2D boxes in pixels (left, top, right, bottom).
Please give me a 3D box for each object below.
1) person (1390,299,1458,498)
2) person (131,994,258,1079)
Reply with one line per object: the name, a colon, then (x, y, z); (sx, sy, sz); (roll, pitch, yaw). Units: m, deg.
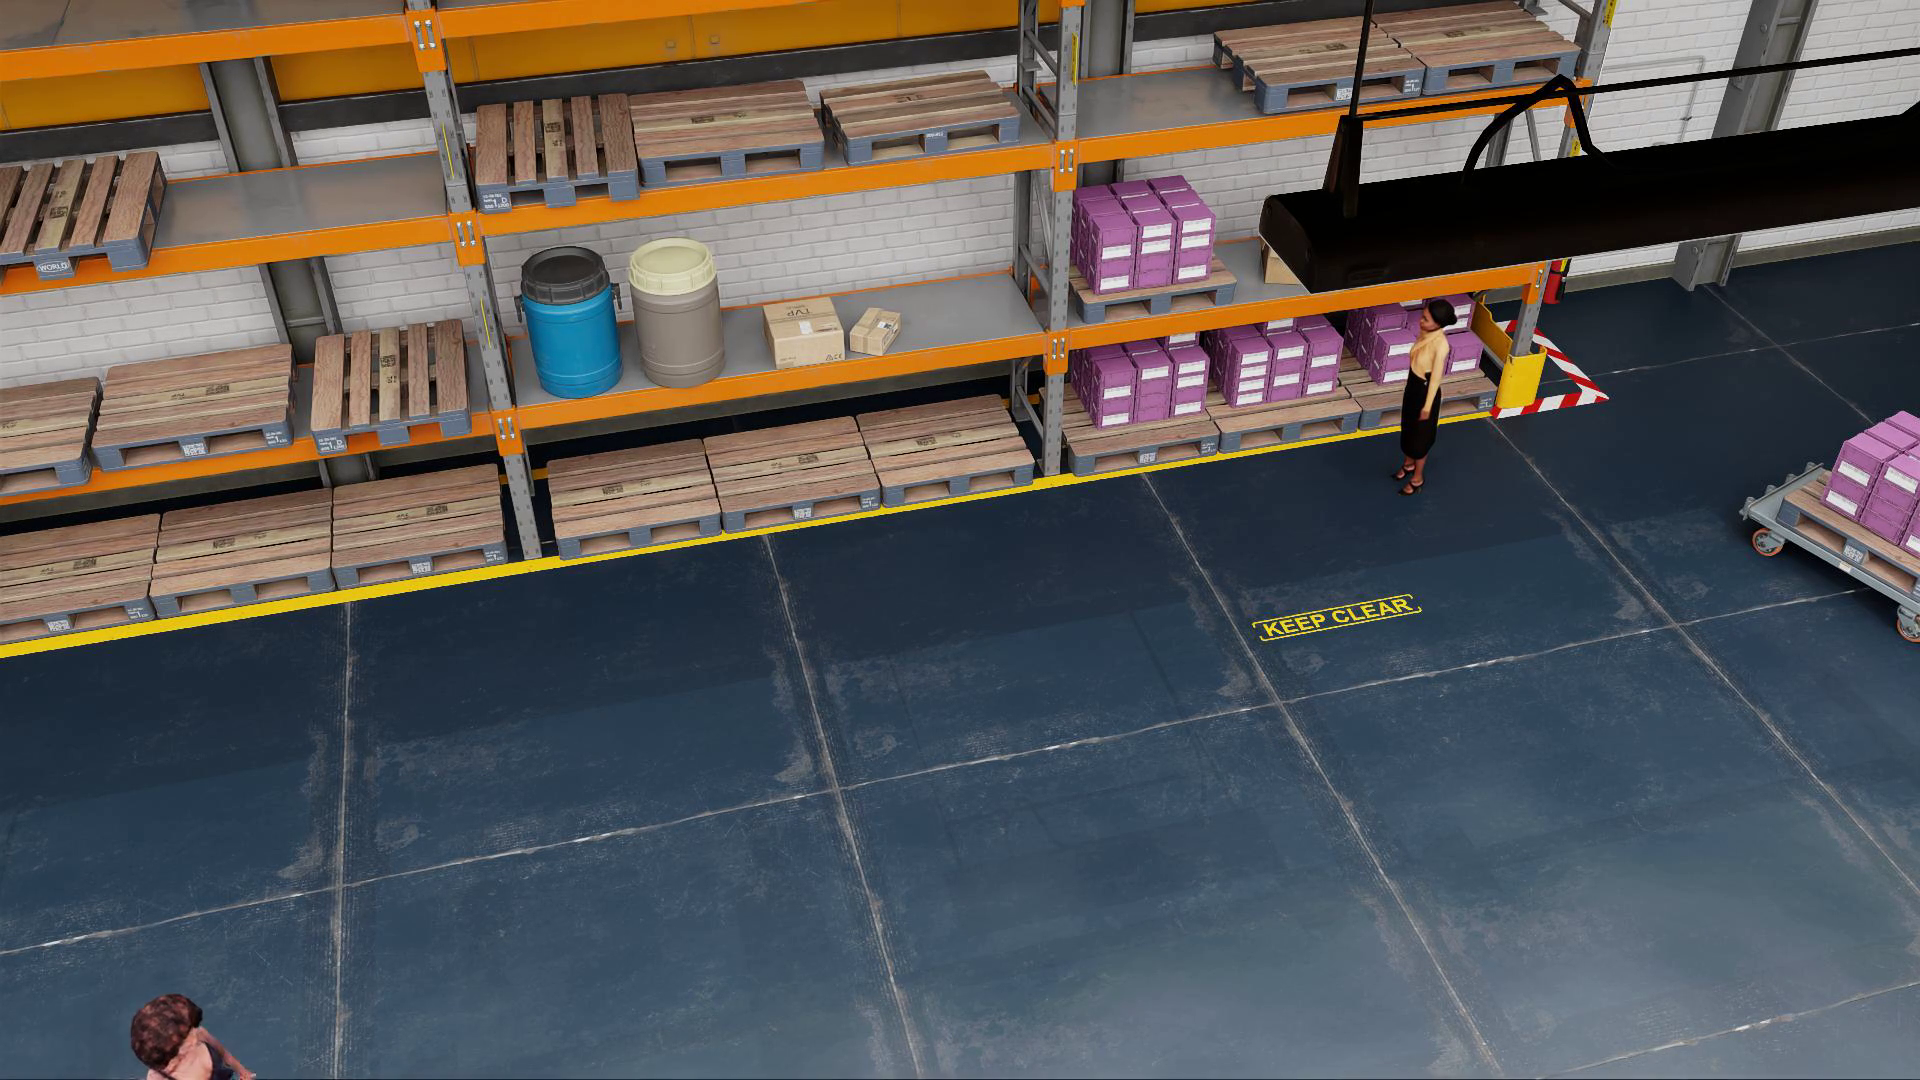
person: (3.454, -1.058, 12.407); (0.549, 1.651, 0.575); (-6, 39, -7)
person: (-3.563, 2.666, 7.670); (1.172, 1.745, 0.868); (-1, 39, -1)
